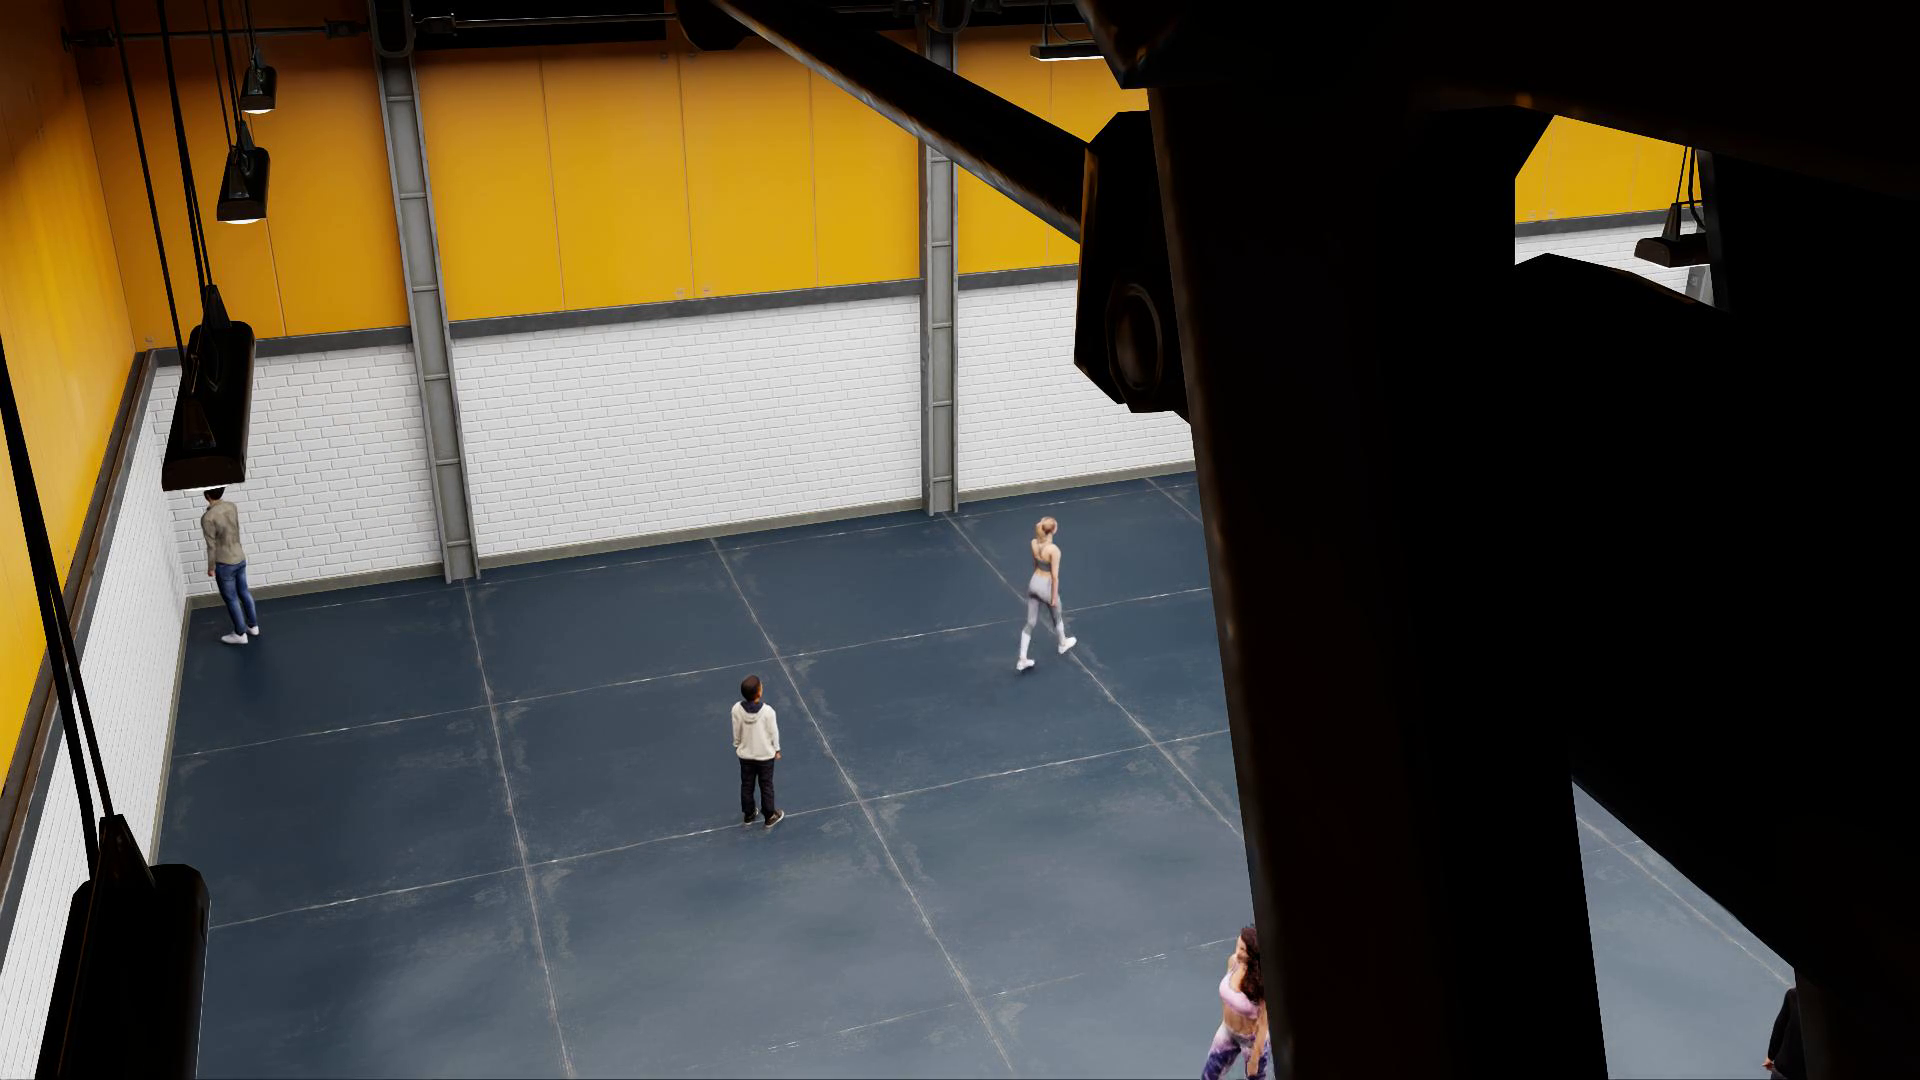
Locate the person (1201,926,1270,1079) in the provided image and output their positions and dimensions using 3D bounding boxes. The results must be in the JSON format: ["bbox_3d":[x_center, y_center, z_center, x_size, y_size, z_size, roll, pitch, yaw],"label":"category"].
[{"bbox_3d":[1.939,3.293,11.003,1.190,1.723,0.817,-17,29,-33],"label":"person"}]

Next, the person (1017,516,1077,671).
[{"bbox_3d":[0.806,0.577,17.296,0.948,1.659,1.185,20,30,37],"label":"person"}]

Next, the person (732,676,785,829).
[{"bbox_3d":[-1.794,1.858,14.621,0.632,1.455,0.723,6,24,13],"label":"person"}]

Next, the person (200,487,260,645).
[{"bbox_3d":[-7.850,0.223,17.849,0.790,1.864,0.788,6,24,13],"label":"person"}]
